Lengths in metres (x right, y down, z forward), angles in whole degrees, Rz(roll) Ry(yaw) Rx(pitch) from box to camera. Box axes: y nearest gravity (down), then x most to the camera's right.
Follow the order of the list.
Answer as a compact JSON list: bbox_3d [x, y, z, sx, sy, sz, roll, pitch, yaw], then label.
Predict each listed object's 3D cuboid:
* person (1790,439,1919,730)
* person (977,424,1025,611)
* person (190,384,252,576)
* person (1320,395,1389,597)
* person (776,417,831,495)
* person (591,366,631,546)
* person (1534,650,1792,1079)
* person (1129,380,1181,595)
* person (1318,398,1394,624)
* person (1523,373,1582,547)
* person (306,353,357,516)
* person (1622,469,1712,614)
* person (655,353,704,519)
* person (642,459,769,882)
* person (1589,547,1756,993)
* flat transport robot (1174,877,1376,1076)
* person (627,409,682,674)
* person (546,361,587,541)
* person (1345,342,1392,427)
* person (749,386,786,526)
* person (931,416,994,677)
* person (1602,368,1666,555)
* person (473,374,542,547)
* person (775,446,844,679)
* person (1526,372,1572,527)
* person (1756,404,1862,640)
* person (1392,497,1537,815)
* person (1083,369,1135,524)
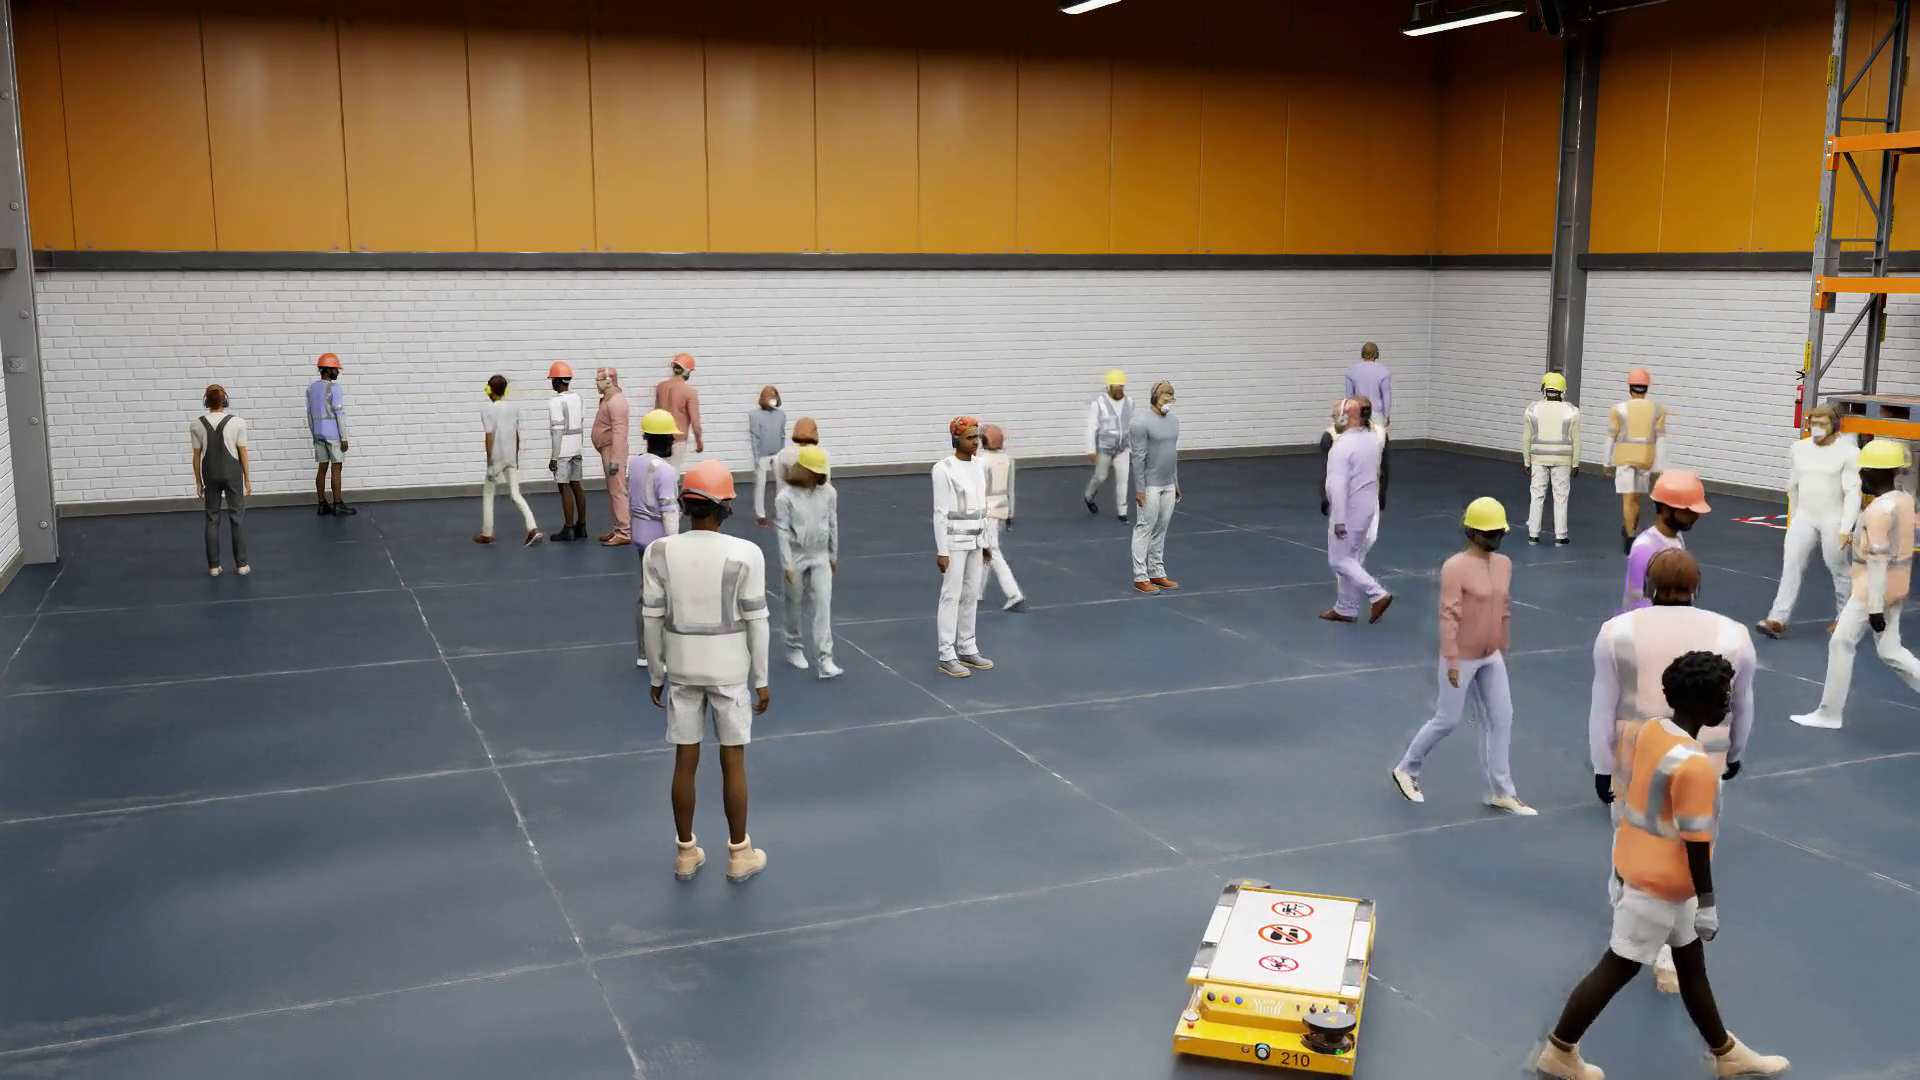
[{"bbox_3d":[5.806,0.312,10.406,0.589,1.895,0.885,-9,13,-42],"label":"person"},{"bbox_3d":[0.289,-0.204,14.407,0.826,1.605,0.519,8,13,41],"label":"person"},{"bbox_3d":[-7.058,-0.567,15.916,0.501,1.839,0.341,-2,10,-11],"label":"person"},{"bbox_3d":[3.526,-0.401,14.924,0.649,1.825,0.487,-1,9,-4],"label":"person"},{"bbox_3d":[-1.411,-0.317,15.109,0.519,1.589,0.836,0,9,2],"label":"person"},{"bbox_3d":[-3.704,-0.890,17.648,0.403,1.904,0.652,-2,10,-14],"label":"person"},{"bbox_3d":[2.498,1.183,5.855,0.905,1.638,0.543,2,9,9],"label":"person"},{"bbox_3d":[1.788,-0.484,15.102,0.372,1.934,0.627,8,13,42],"label":"person"},{"bbox_3d":[3.265,-0.215,13.624,0.646,1.883,0.644,8,12,40],"label":"person"},{"bbox_3d":[6.252,-0.842,17.573,0.590,1.833,0.404,5,11,27],"label":"person"},{"bbox_3d":[-7.460,-1.247,19.730,0.551,1.929,0.372,5,11,27],"label":"person"},{"bbox_3d":[3.710,0.560,8.834,0.466,1.910,0.583,7,12,37],"label":"person"},{"bbox_3d":[-3.260,-1.189,19.336,0.639,1.955,0.641,7,12,38],"label":"person"},{"bbox_3d":[-1.208,0.629,8.024,0.611,2.042,0.395,2,10,10],"label":"person"},{"bbox_3d":[2.999,0.915,7.048,0.625,1.790,0.940,4,10,23],"label":"person"},{"bbox_3d":[1.316,1.723,6.751,0.652,0.197,1.431,3,10,17],"label":"flat transport robot"},{"bbox_3d":[-2.192,0.010,12.120,0.369,1.925,0.594,-7,12,-36],"label":"person"},{"bbox_3d":[-4.266,-0.952,17.923,0.371,1.935,0.551,3,10,20],"label":"person"},{"bbox_3d":[5.524,-1.709,22.510,0.632,1.940,0.372,5,11,29],"label":"person"},{"bbox_3d":[-2.111,-0.921,18.745,0.508,1.607,0.744,-6,11,-34],"label":"person"},{"bbox_3d":[0.027,0.040,12.073,0.347,1.882,0.584,7,12,36],"label":"person"},{"bbox_3d":[6.972,-0.829,17.290,0.569,1.896,0.930,1,9,8],"label":"person"},{"bbox_3d":[-4.789,-0.834,17.552,0.884,1.831,0.518,8,12,40],"label":"person"},{"bbox_3d":[-1.076,0.155,11.977,0.496,1.673,0.886,-4,10,-24],"label":"person"},{"bbox_3d":[6.664,-1.015,18.850,0.522,1.761,0.322,2,9,9],"label":"person"},{"bbox_3d":[6.792,-0.133,13.145,1.037,1.878,0.656,-6,11,-32],"label":"person"},{"bbox_3d":[2.741,0.616,9.056,0.562,1.745,0.724,-6,11,-34],"label":"person"},{"bbox_3d":[1.726,-1.112,19.362,0.612,1.799,0.847,-3,10,-20],"label":"person"}]
